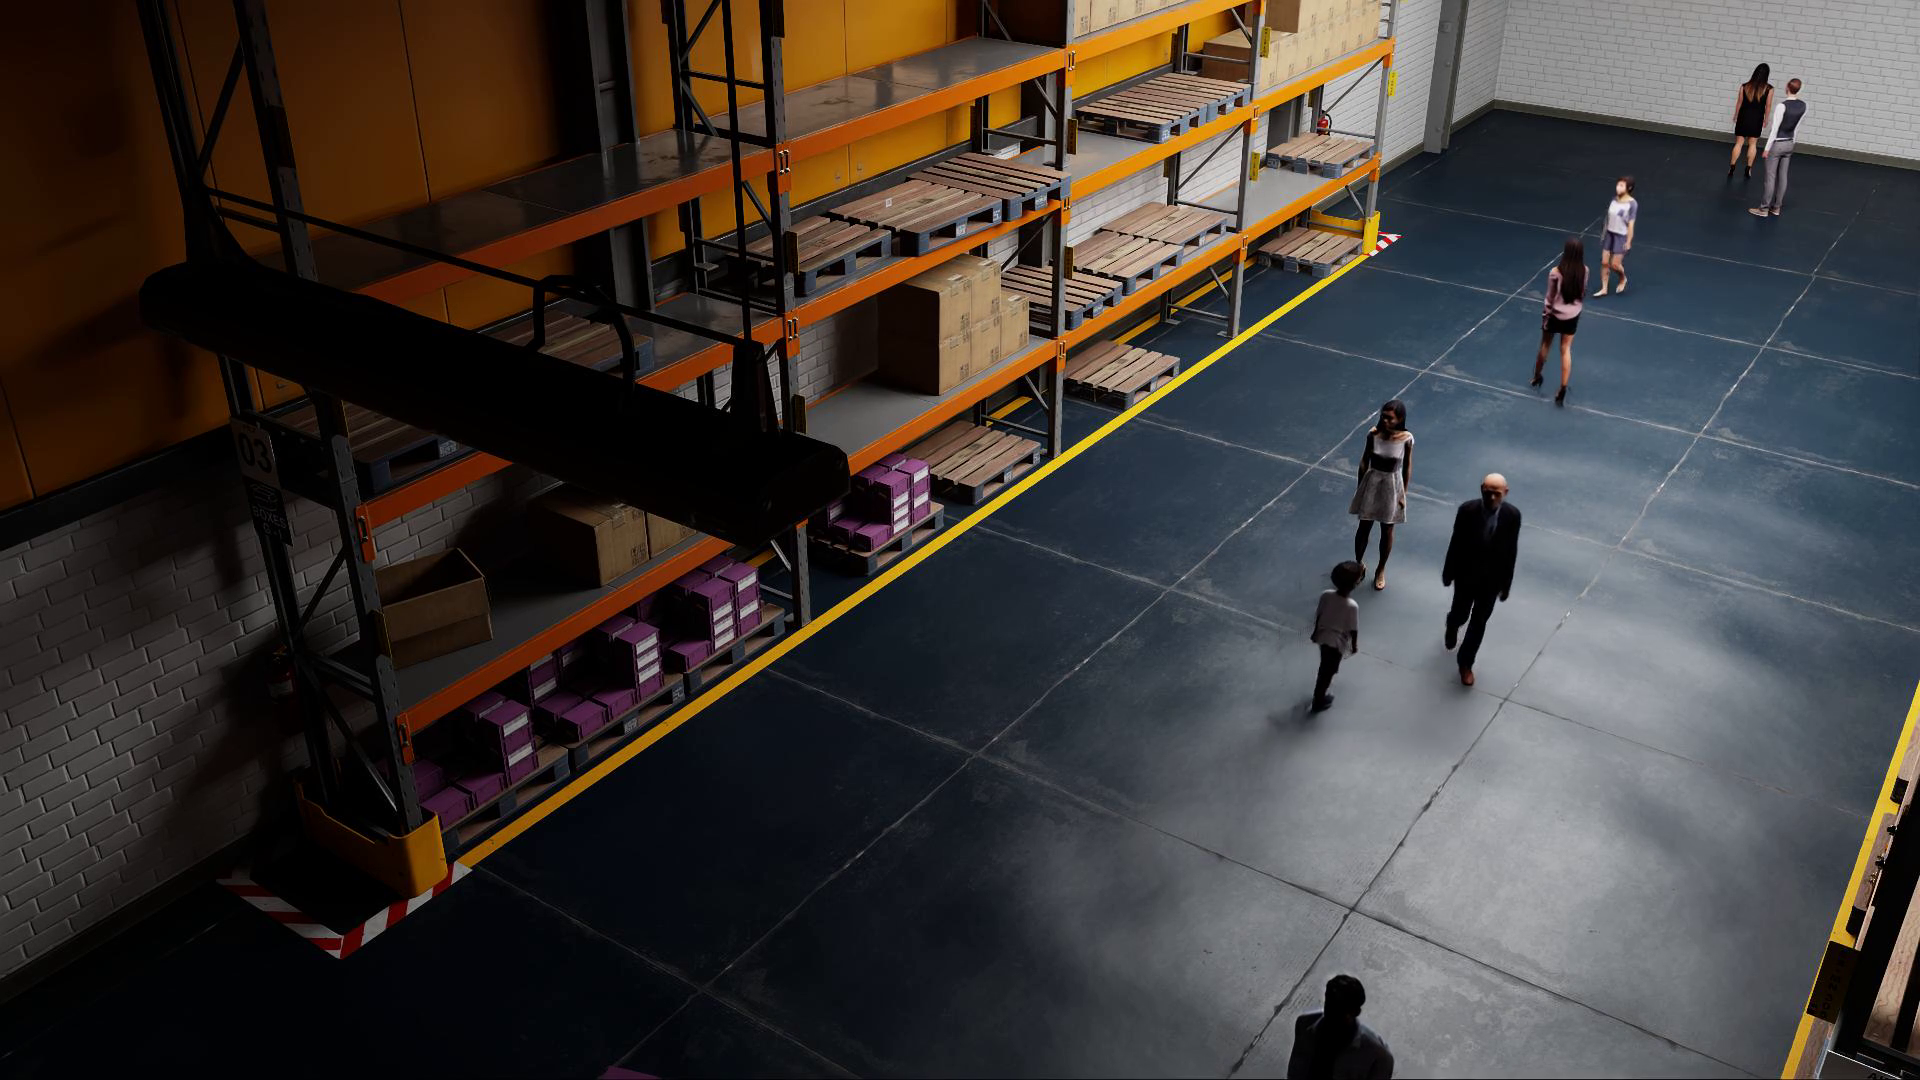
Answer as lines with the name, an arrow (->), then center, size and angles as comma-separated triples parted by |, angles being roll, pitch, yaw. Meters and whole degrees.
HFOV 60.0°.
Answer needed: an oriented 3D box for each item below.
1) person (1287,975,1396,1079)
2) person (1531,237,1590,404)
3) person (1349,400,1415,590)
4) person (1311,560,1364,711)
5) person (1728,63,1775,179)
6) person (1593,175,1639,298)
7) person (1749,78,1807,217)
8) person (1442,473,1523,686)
person -> 1.840, 2.871, 8.254 | 0.678, 1.800, 0.561 | 21, 35, 33
person -> 6.494, -2.333, 17.804 | 0.898, 1.791, 0.994 | -1, 29, -2
person -> 3.616, -0.388, 14.258 | 0.713, 1.773, 0.715 | 10, 30, 18
person -> 2.823, 0.755, 12.717 | 0.610, 1.242, 0.550 | -24, 36, -36
person -> 12.023, -6.377, 25.294 | 0.687, 1.717, 0.624 | 14, 32, 25
person -> 8.235, -3.779, 20.706 | 0.770, 1.549, 0.708 | -14, 32, -25
person -> 11.652, -5.586, 23.613 | 0.712, 1.938, 0.804 | -9, 30, -16
person -> 4.089, 0.243, 13.087 | 0.861, 1.785, 1.000 | 8, 30, 13
